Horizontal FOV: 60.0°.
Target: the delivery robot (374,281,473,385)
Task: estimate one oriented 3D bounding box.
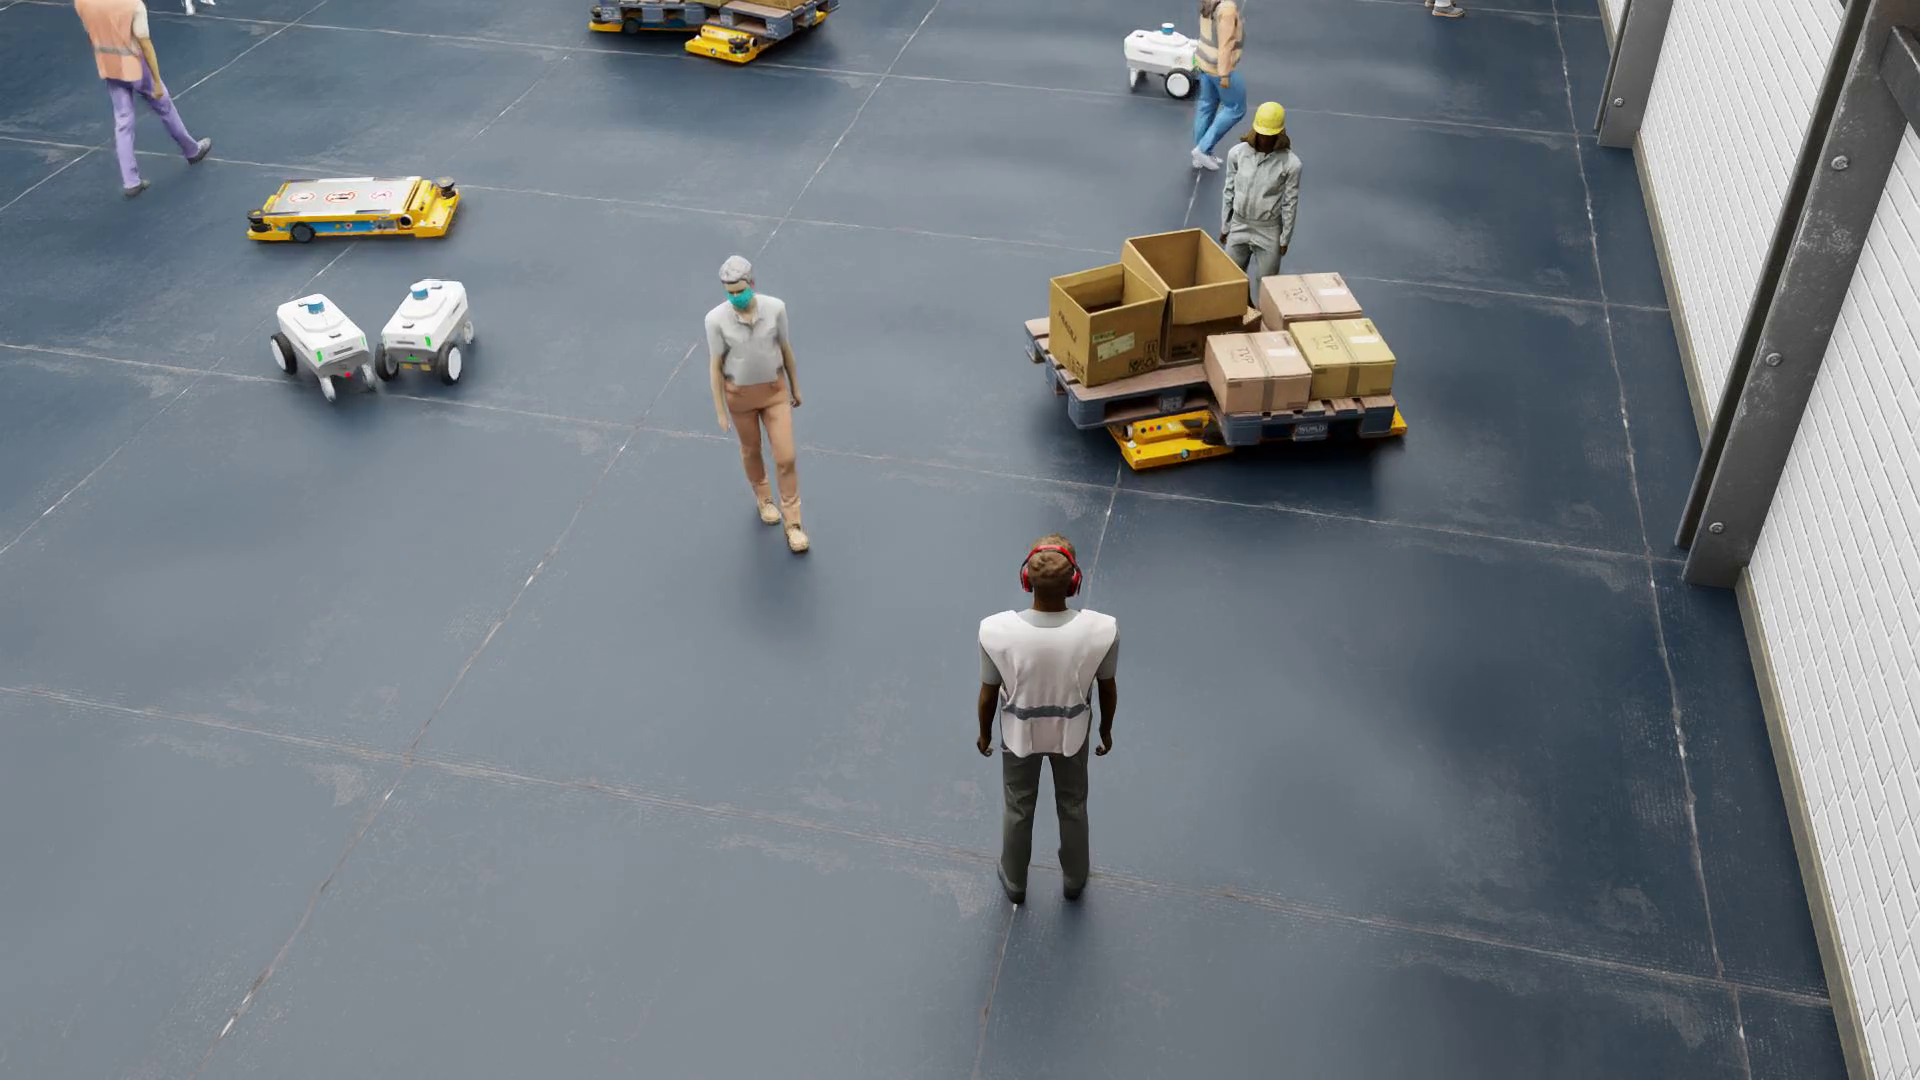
[{"bbox_3d":[-3.469,-1.386,10.820,0.499,0.577,0.769,4,37,5],"label":"delivery robot"}]

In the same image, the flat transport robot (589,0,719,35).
[{"bbox_3d":[-2.787,-5.074,16.009,1.431,0.231,0.659,3,37,4],"label":"flat transport robot"}]

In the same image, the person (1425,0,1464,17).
[{"bbox_3d":[4.757,-5.984,15.879,0.356,1.882,0.572,0,37,0],"label":"person"}]

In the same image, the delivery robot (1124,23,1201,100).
[{"bbox_3d":[1.843,-4.231,14.653,0.780,0.608,0.505,18,40,22],"label":"delivery robot"}]

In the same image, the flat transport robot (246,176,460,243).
[{"bbox_3d":[-4.571,-2.499,12.562,1.431,0.231,0.659,-2,37,-3],"label":"flat transport robot"}]

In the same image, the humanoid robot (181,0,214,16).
[{"bbox_3d":[-7.574,-5.919,15.932,0.552,1.802,0.813,-29,45,-33],"label":"humanoid robot"}]

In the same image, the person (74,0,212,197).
[{"bbox_3d":[-6.360,-3.621,12.797,0.578,1.785,0.971,3,37,4],"label":"person"}]

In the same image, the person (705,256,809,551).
[{"bbox_3d":[-1.067,-0.718,8.973,0.498,1.711,0.735,-10,38,-13],"label":"person"}]

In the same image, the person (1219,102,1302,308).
[{"bbox_3d":[1.894,-1.979,10.647,0.482,1.738,0.341,17,40,21],"label":"person"}]

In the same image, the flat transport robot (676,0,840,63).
[{"bbox_3d":[-1.911,-4.872,15.738,0.659,0.231,1.431,19,41,23],"label":"flat transport robot"}]

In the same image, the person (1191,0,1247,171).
[{"bbox_3d":[2.030,-3.697,12.947,0.430,1.713,0.503,-8,38,-11],"label":"person"}]

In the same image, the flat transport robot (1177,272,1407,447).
[{"bbox_3d":[1.990,-0.849,10.354,1.431,0.231,0.659,-4,37,-6],"label":"flat transport robot"}]

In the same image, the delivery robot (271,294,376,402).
[{"bbox_3d":[-4.094,-1.286,10.700,0.499,0.593,0.789,-26,44,-30],"label":"delivery robot"}]

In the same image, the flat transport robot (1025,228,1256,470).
[{"bbox_3d":[1.144,-0.940,10.476,0.659,0.231,1.431,-10,38,-14],"label":"flat transport robot"}]

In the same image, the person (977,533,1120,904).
[{"bbox_3d":[0.354,0.795,6.841,0.567,1.840,0.374,-1,37,-2],"label":"person"}]
